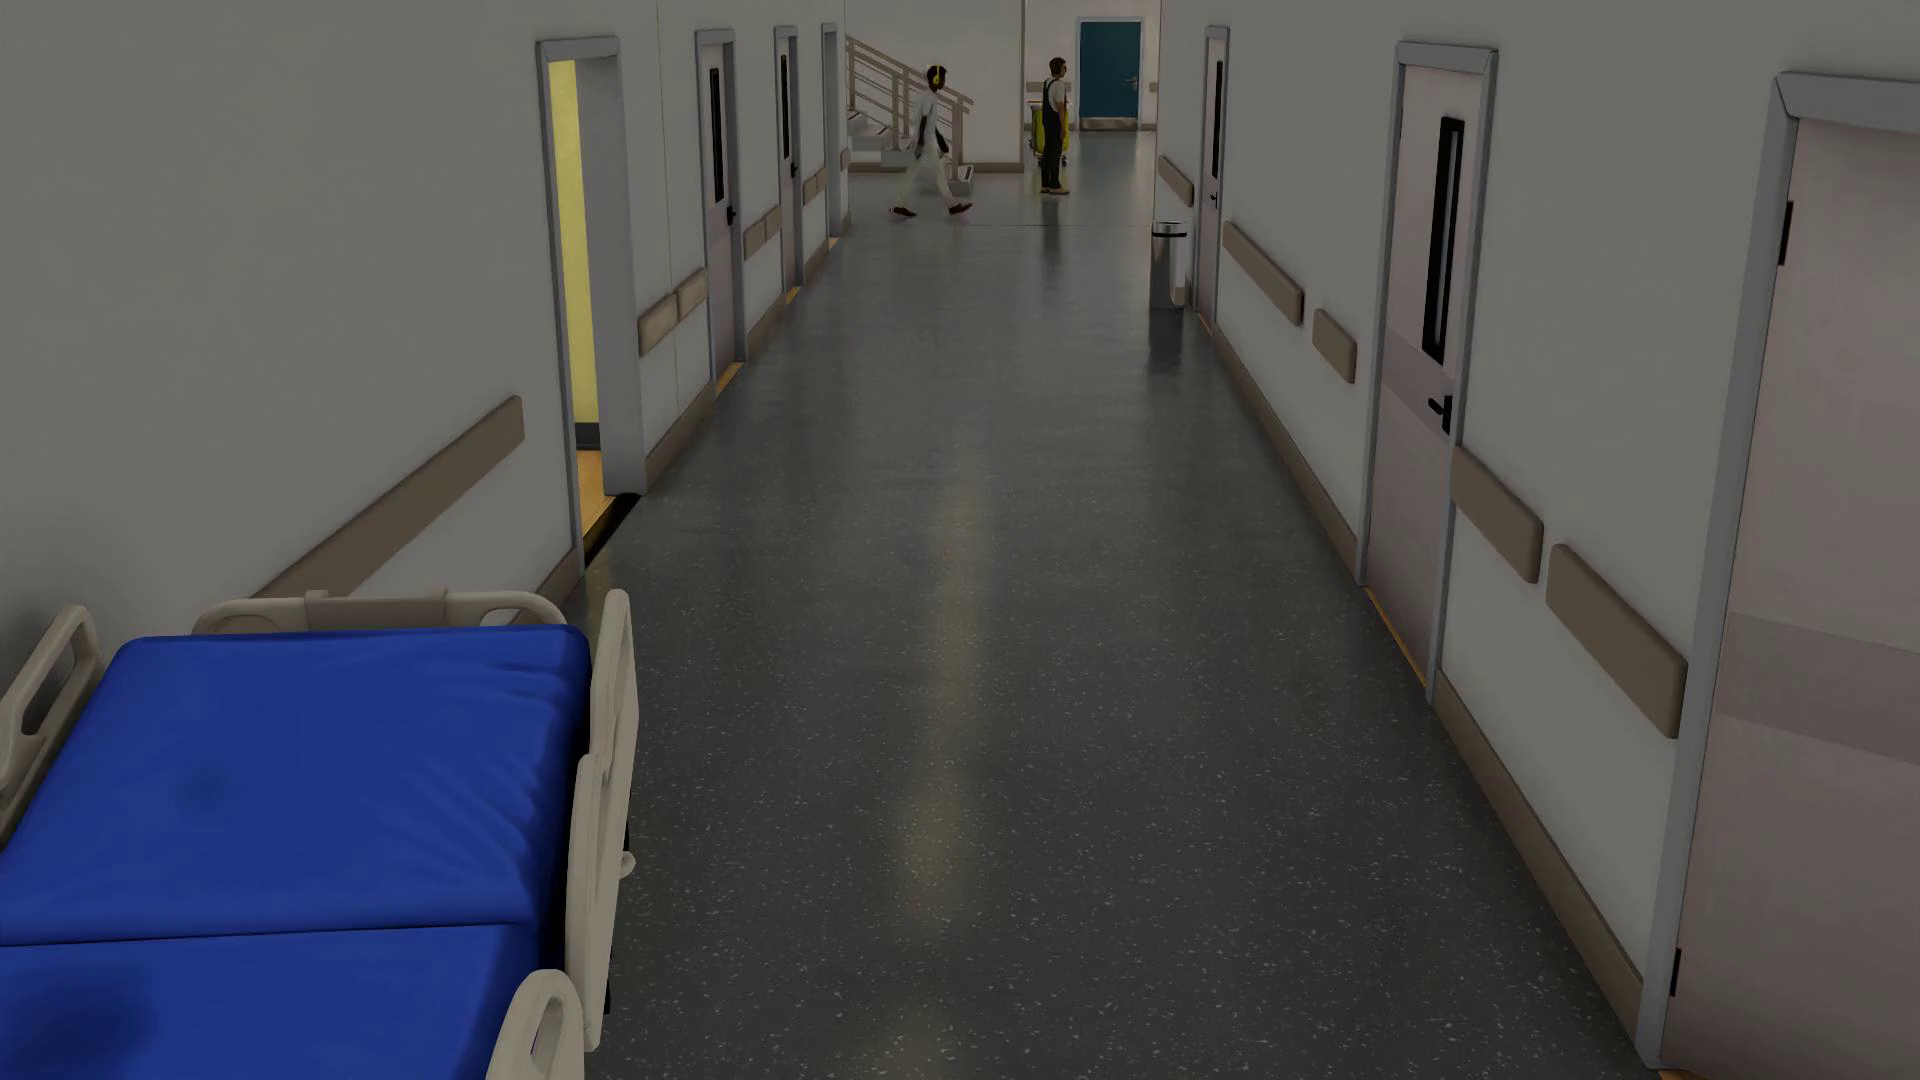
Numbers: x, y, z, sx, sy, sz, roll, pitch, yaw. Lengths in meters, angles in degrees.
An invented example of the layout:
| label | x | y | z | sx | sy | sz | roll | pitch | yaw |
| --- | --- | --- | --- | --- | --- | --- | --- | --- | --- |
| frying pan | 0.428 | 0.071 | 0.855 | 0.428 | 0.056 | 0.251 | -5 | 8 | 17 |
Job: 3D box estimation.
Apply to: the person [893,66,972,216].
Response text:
| label | x | y | z | sx | sy | sz | roll | pitch | yaw |
| --- | --- | --- | --- | --- | --- | --- | --- | --- | --- |
| person | -0.366 | -4.878 | 20.410 | 1.037 | 1.802 | 0.484 | -4 | 18 | -12 |

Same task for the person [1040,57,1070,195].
| label | x | y | z | sx | sy | sz | roll | pitch | yaw |
| --- | --- | --- | --- | --- | --- | --- | --- | --- | --- |
| person | 1.305 | -5.702 | 22.929 | 0.326 | 1.843 | 0.517 | -8 | 19 | -25 |
